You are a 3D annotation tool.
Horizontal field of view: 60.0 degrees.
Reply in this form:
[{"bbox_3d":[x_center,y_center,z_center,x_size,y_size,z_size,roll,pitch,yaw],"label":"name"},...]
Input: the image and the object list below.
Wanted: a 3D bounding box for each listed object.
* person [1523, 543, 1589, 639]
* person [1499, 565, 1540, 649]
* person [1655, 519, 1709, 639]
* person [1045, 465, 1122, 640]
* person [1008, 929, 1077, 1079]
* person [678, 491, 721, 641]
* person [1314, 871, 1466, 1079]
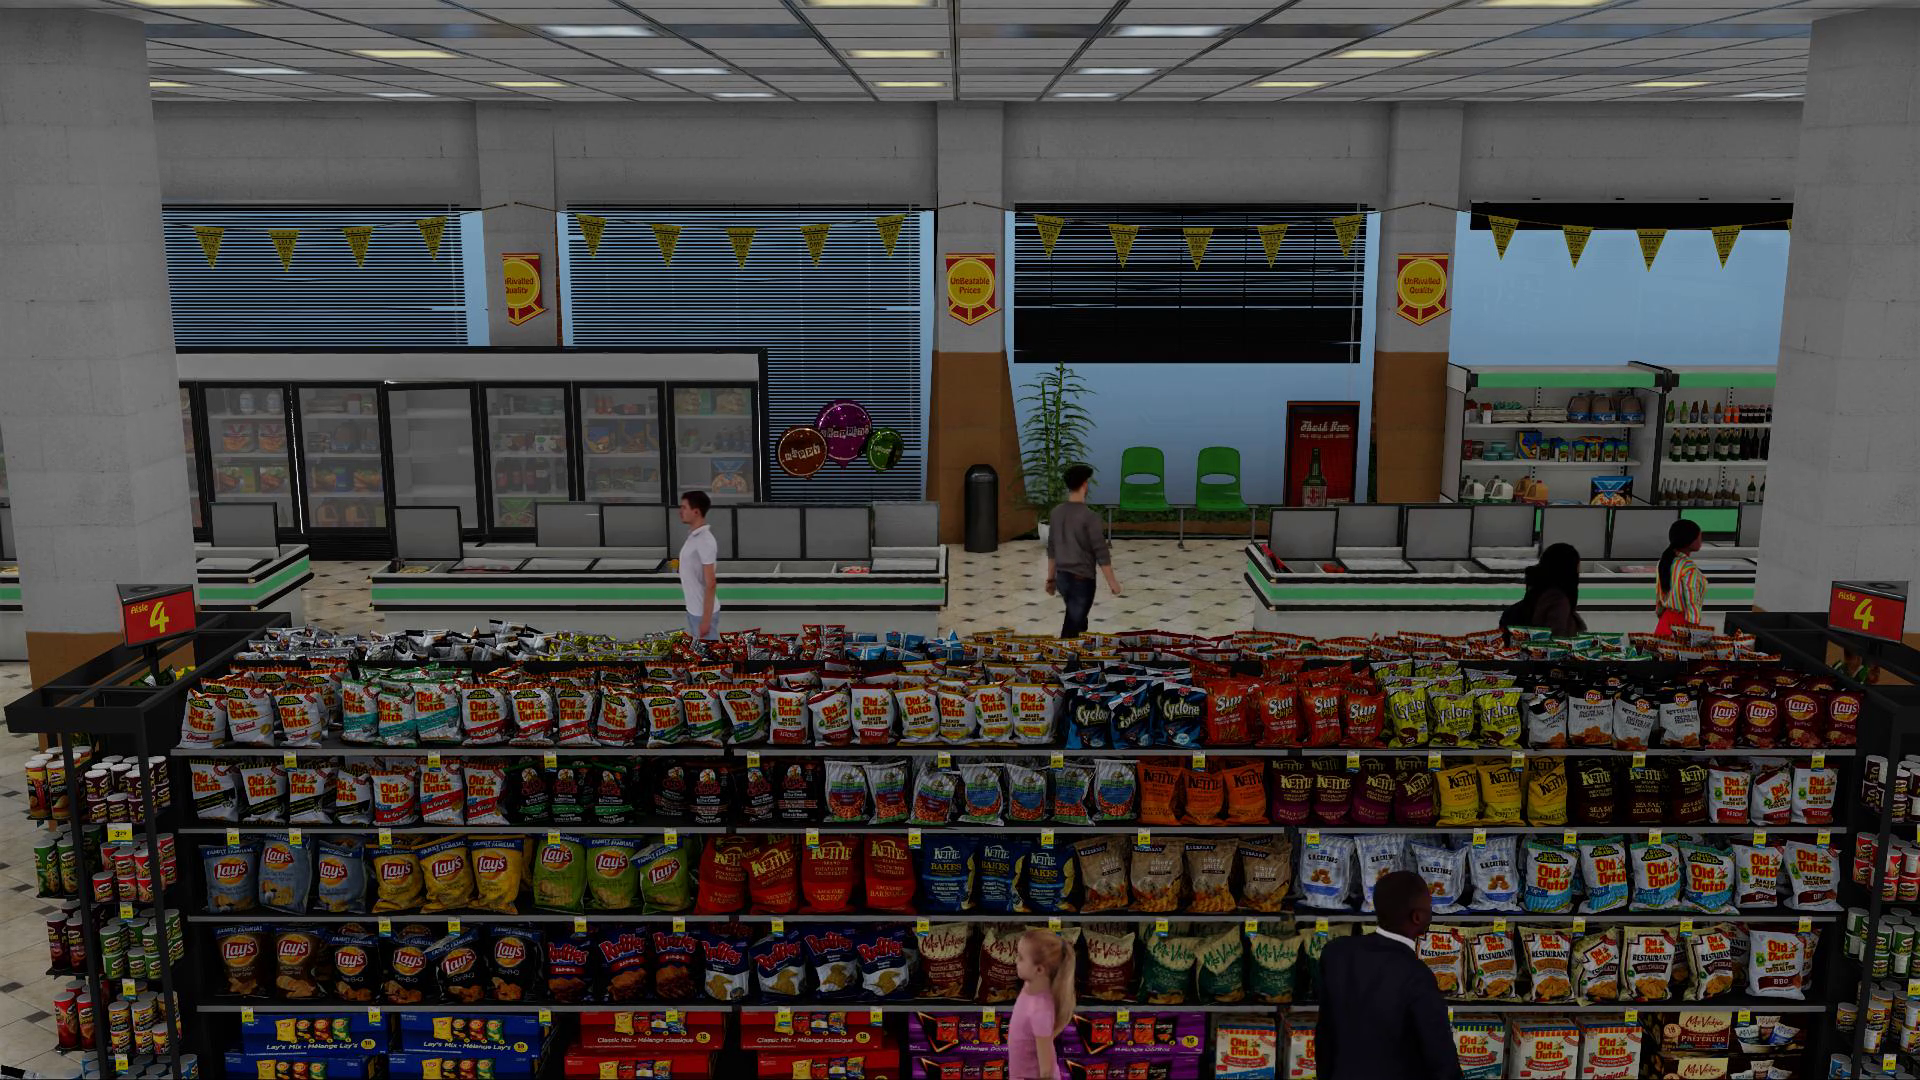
[{"bbox_3d":[3.675,0.953,10.752,1.187,1.774,0.747,-1,12,-7],"label":"person"},{"bbox_3d":[3.720,0.975,11.019,1.134,1.620,0.915,-3,12,-12],"label":"person"},{"bbox_3d":[5.059,0.730,11.761,0.594,1.793,0.634,-3,12,-12],"label":"person"},{"bbox_3d":[0.859,0.384,13.254,1.259,1.856,1.117,-9,15,-36],"label":"person"},{"bbox_3d":[0.344,2.111,6.490,0.653,1.263,0.480,0,12,0],"label":"person"},{"bbox_3d":[-1.936,0.538,12.540,0.651,1.850,0.705,-4,12,-17],"label":"person"},{"bbox_3d":[1.377,2.015,5.649,1.143,1.797,0.948,-5,13,-23],"label":"person"}]
